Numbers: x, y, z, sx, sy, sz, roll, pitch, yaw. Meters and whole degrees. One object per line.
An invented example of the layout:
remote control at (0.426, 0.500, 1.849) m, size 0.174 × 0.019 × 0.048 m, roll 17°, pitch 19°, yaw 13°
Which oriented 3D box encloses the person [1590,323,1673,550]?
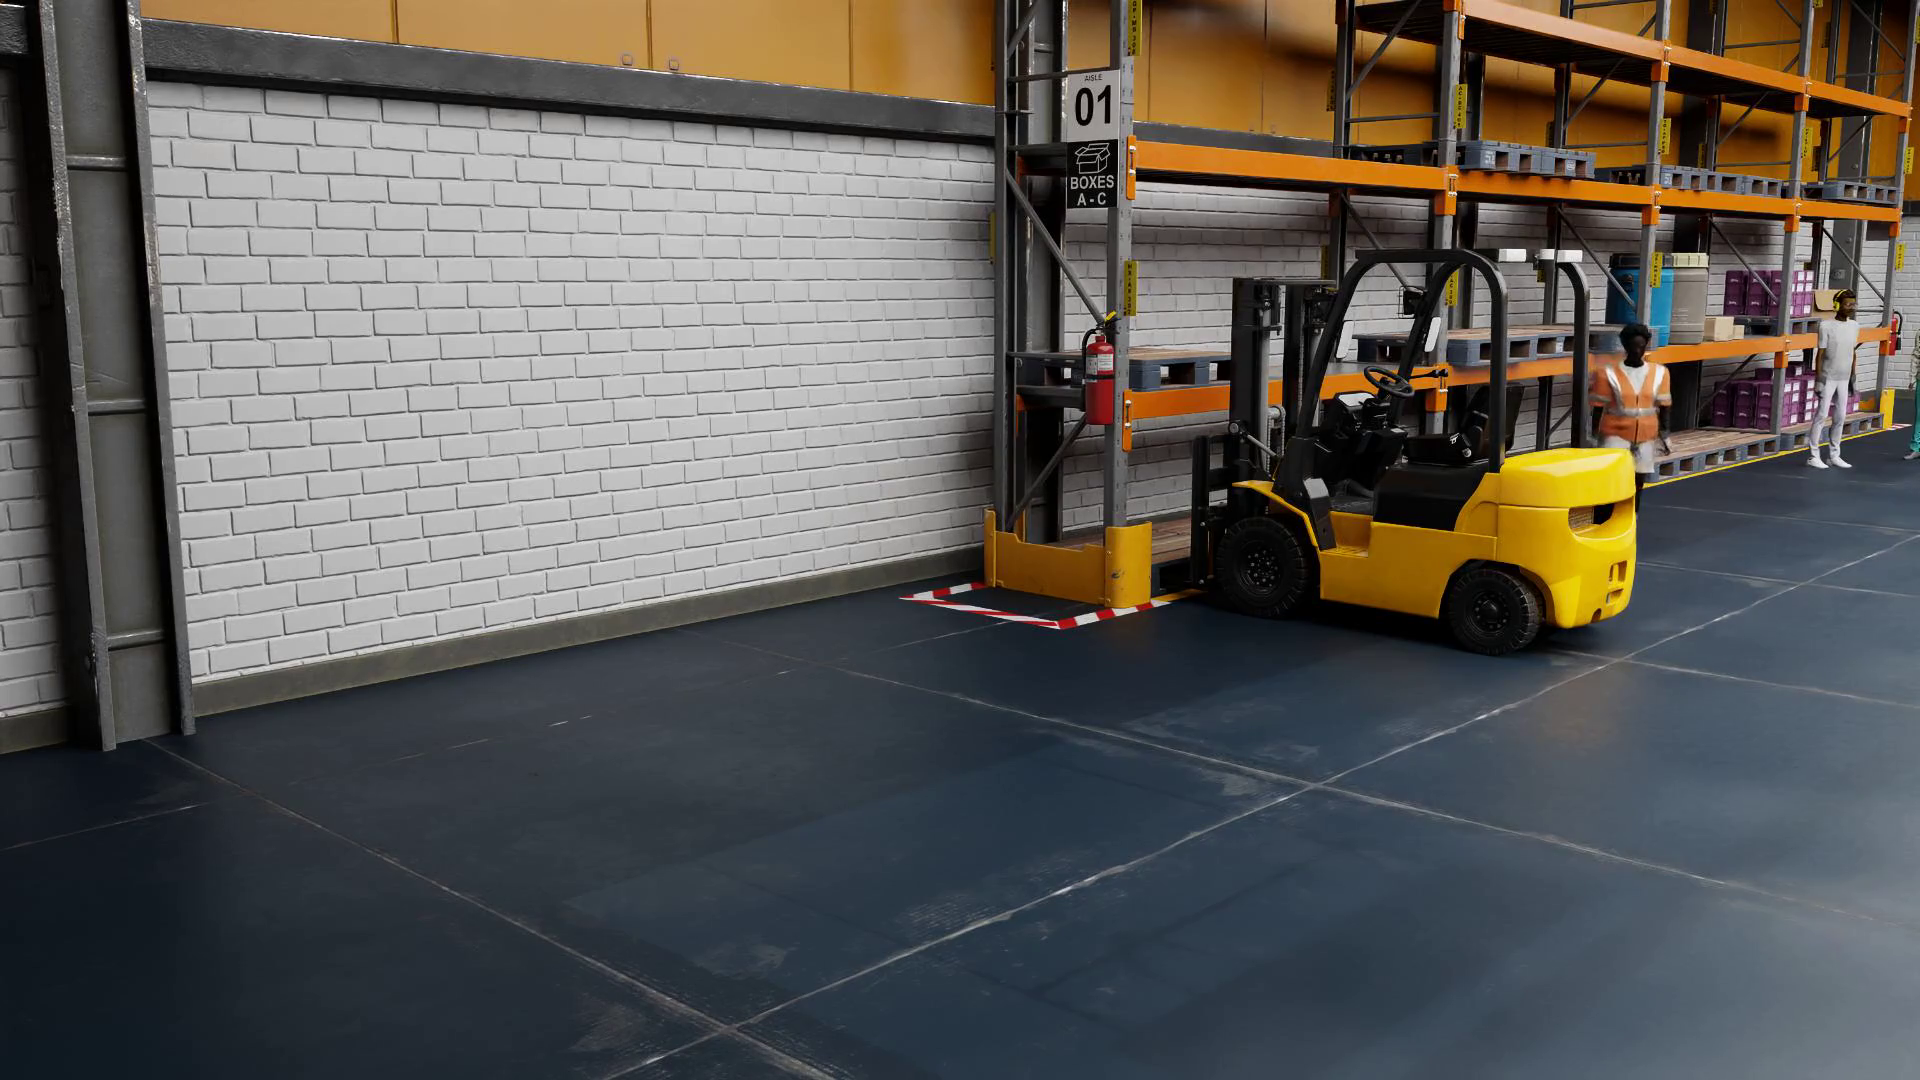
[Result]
person at (4.908, -0.741, 12.167) m, size 0.544 × 1.678 × 0.454 m, roll 1°, pitch 9°, yaw 3°

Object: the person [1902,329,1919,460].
person at (10.498, -1.712, 17.901) m, size 0.337 × 1.761 × 0.551 m, roll -8°, pitch 13°, yaw -42°

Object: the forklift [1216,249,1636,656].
forklift at (2.710, -0.584, 9.626) m, size 2.313 × 2.155 × 1.214 m, roll 9°, pitch 13°, yaw 43°

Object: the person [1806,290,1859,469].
person at (9.103, -1.665, 17.287) m, size 0.515 × 1.861 × 0.320 m, roll -3°, pitch 10°, yaw -15°
